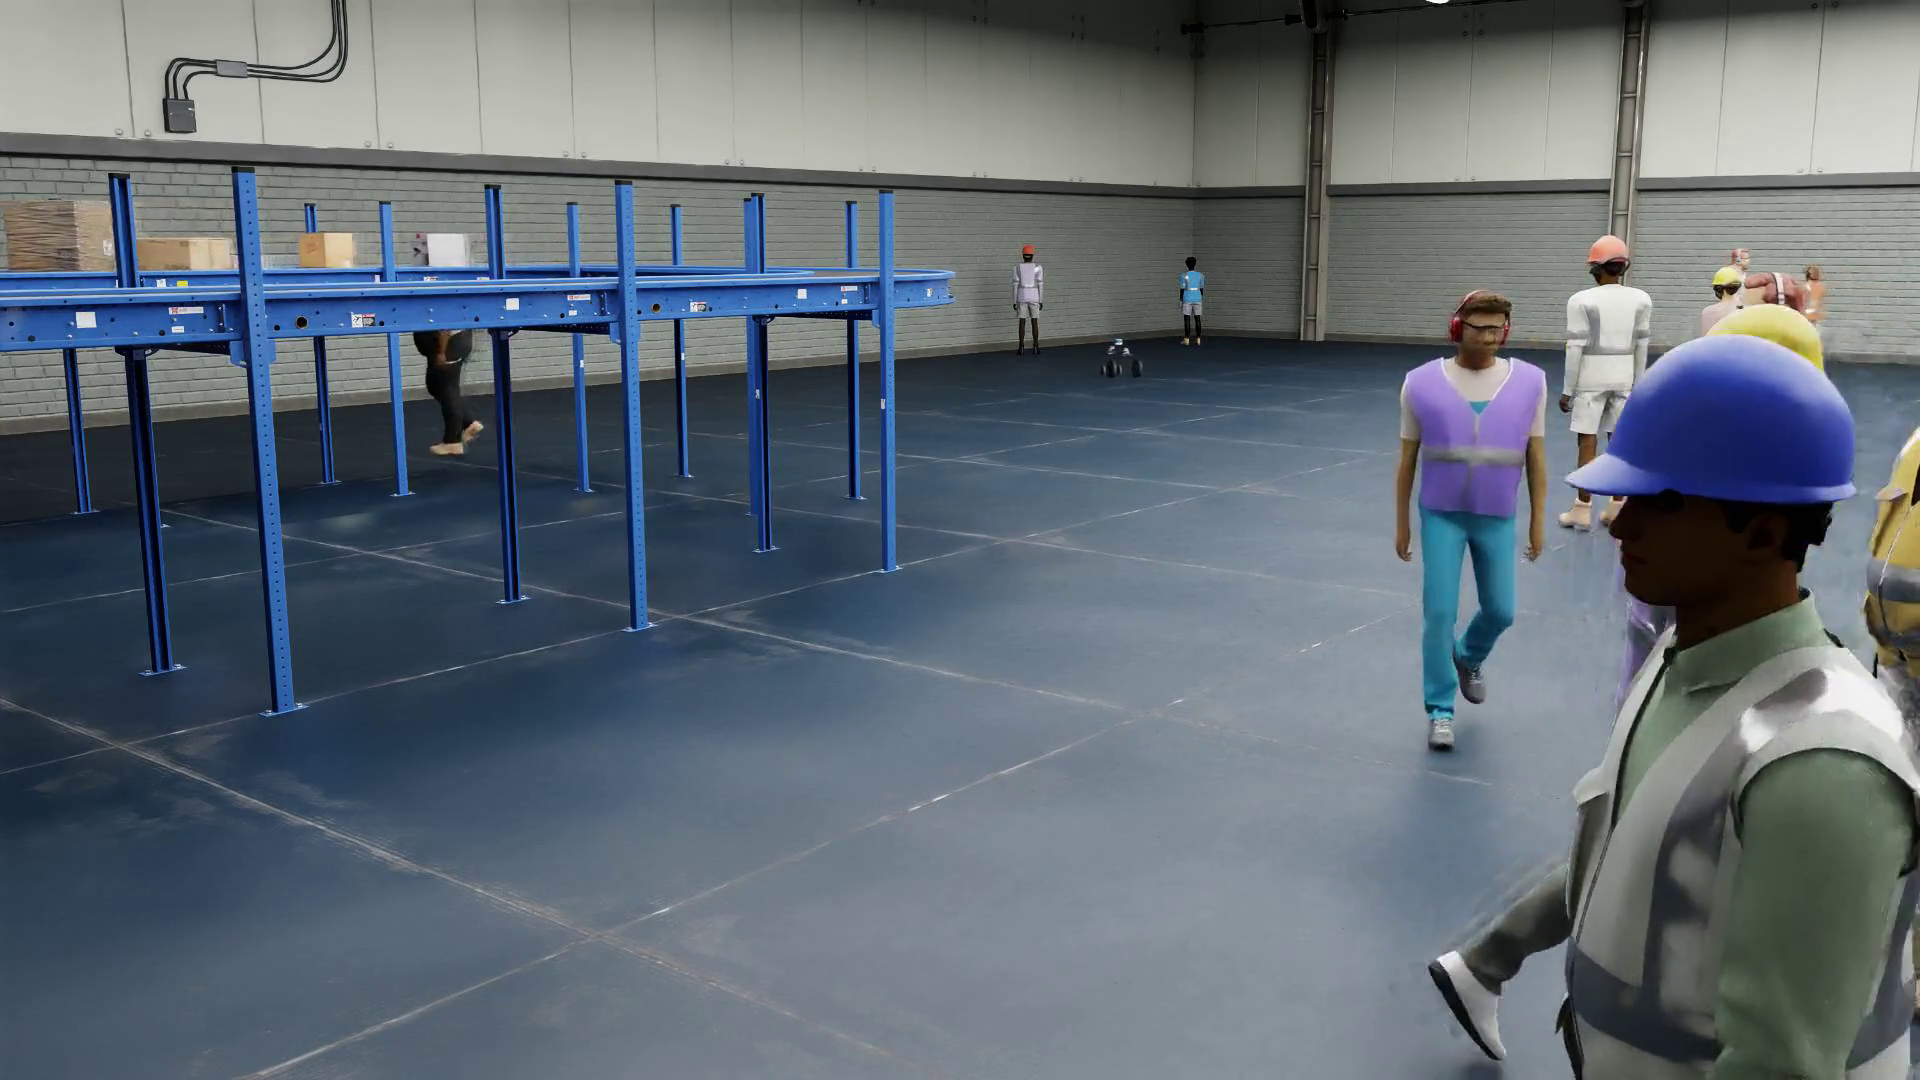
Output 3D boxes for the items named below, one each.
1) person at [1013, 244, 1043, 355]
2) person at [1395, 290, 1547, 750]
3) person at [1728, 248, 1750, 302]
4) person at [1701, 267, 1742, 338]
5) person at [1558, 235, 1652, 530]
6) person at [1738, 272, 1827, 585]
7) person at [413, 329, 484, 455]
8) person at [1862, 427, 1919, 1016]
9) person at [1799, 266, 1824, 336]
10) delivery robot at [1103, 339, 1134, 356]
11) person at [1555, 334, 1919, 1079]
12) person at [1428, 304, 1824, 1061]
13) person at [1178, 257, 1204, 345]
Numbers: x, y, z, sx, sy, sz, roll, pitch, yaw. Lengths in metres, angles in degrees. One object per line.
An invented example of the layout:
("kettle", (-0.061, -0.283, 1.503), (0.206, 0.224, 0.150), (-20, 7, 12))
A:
("person", (1.209, -4.278, 29.587), (0.543, 1.939, 0.359), (1, 10, 3))
("person", (2.052, -0.101, 6.756), (0.588, 1.826, 0.612), (2, 10, 9))
("person", (10.566, -3.012, 22.660), (0.404, 1.907, 0.647), (6, 12, 30))
("person", (6.972, -1.602, 15.233), (0.525, 1.771, 0.305), (-3, 11, -19))
("person", (4.497, -1.096, 11.659), (0.608, 2.047, 0.366), (-2, 10, -9))
("person", (3.161, -0.109, 6.627), (0.499, 1.906, 0.675), (2, 10, 11))
("person", (-4.899, -1.815, 15.770), (0.537, 2.000, 0.685), (-3, 11, -14))
("person", (2.615, 0.318, 4.389), (0.429, 1.844, 0.625), (-1, 10, -3))
("person", (13.118, -3.439, 25.845), (0.521, 1.614, 0.705), (-4, 11, -20))
("delivery robot", (2.373, -2.886, 24.848), (0.335, 0.223, 0.698), (-3, 11, -18))
("person", (0.835, 0.717, 1.987), (0.991, 1.898, 0.631), (1, 10, 6))
("person", (1.610, 0.400, 3.827), (0.918, 1.891, 0.595), (3, 11, 16))
("person", (4.463, -4.610, 32.092), (0.530, 1.696, 0.322), (-4, 11, -19))
